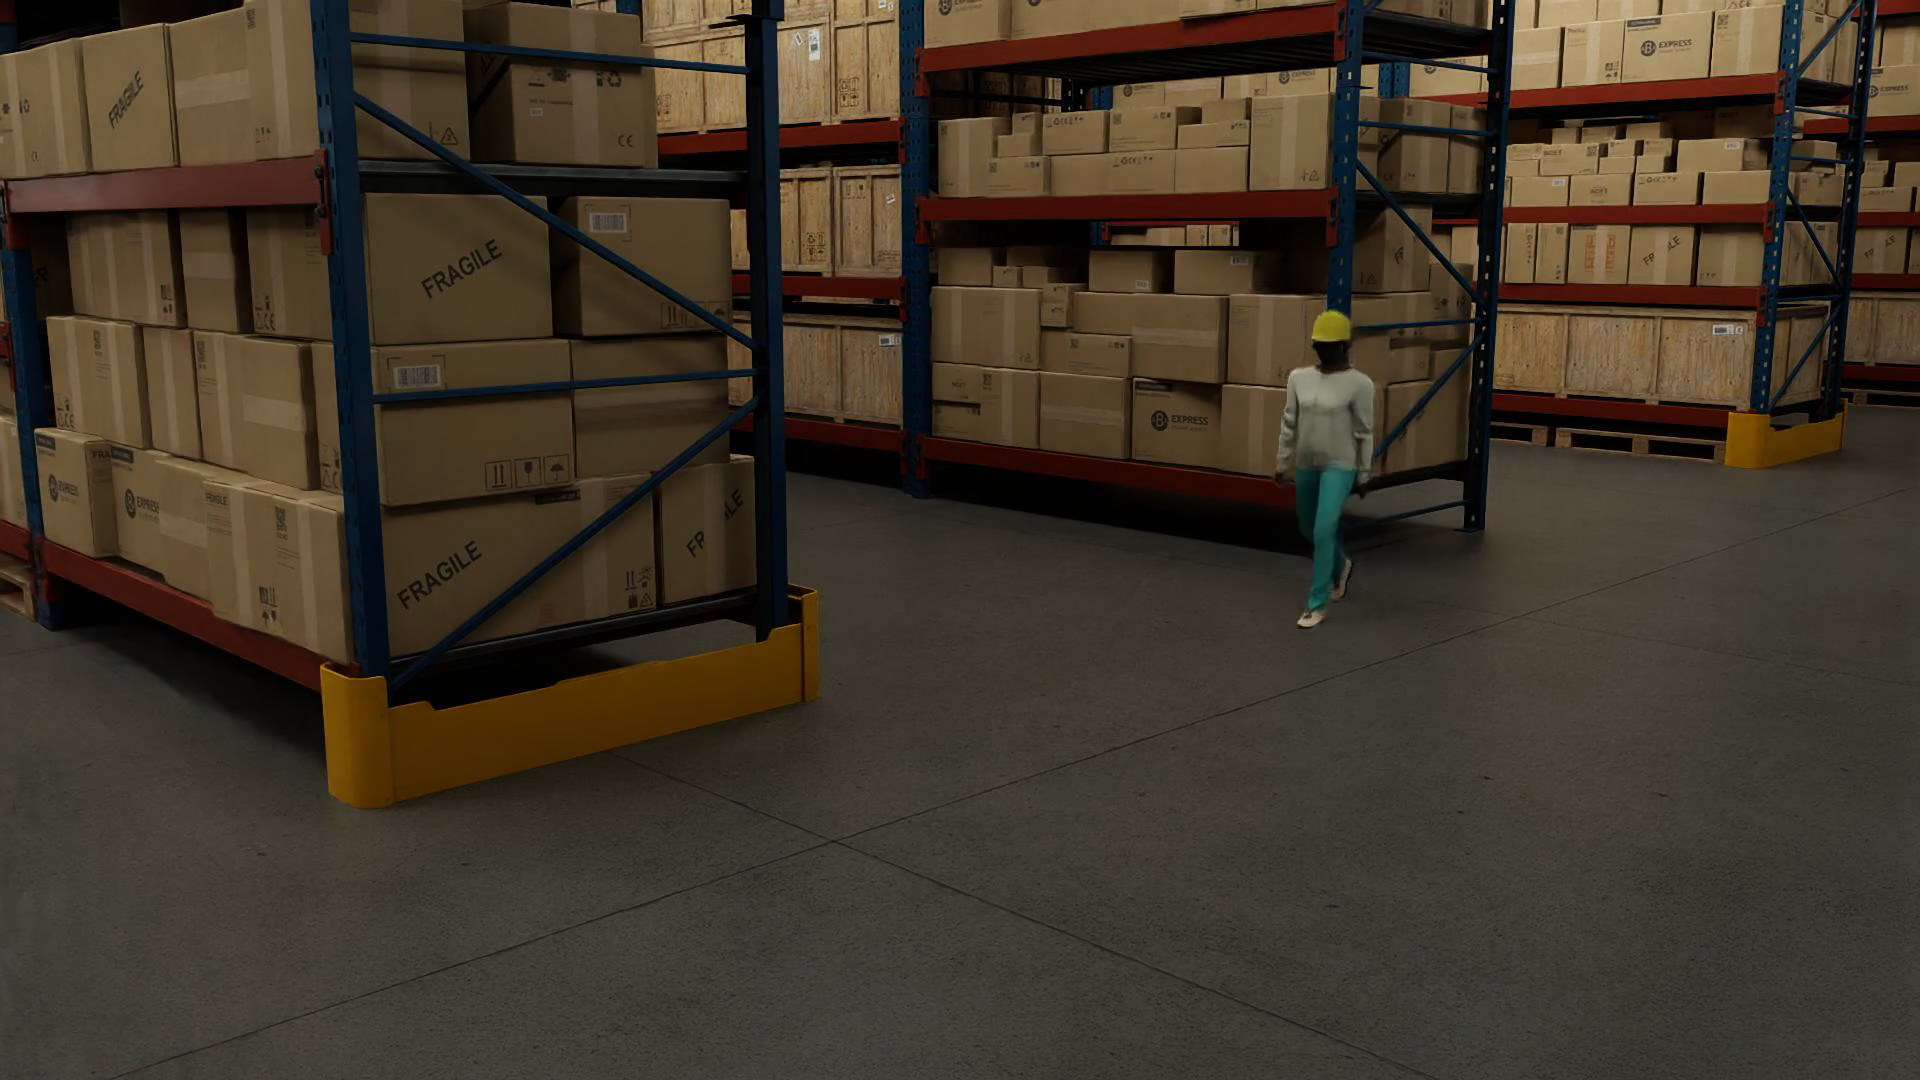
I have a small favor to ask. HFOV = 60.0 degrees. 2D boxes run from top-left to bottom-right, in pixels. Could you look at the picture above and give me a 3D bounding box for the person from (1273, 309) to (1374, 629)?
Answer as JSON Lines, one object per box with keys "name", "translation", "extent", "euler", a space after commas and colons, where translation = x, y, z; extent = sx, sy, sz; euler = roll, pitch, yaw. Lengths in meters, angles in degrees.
{"name": "person", "translation": [2.065, -0.423, 9.266], "extent": [0.525, 1.738, 0.782], "euler": [9, 14, 42]}
